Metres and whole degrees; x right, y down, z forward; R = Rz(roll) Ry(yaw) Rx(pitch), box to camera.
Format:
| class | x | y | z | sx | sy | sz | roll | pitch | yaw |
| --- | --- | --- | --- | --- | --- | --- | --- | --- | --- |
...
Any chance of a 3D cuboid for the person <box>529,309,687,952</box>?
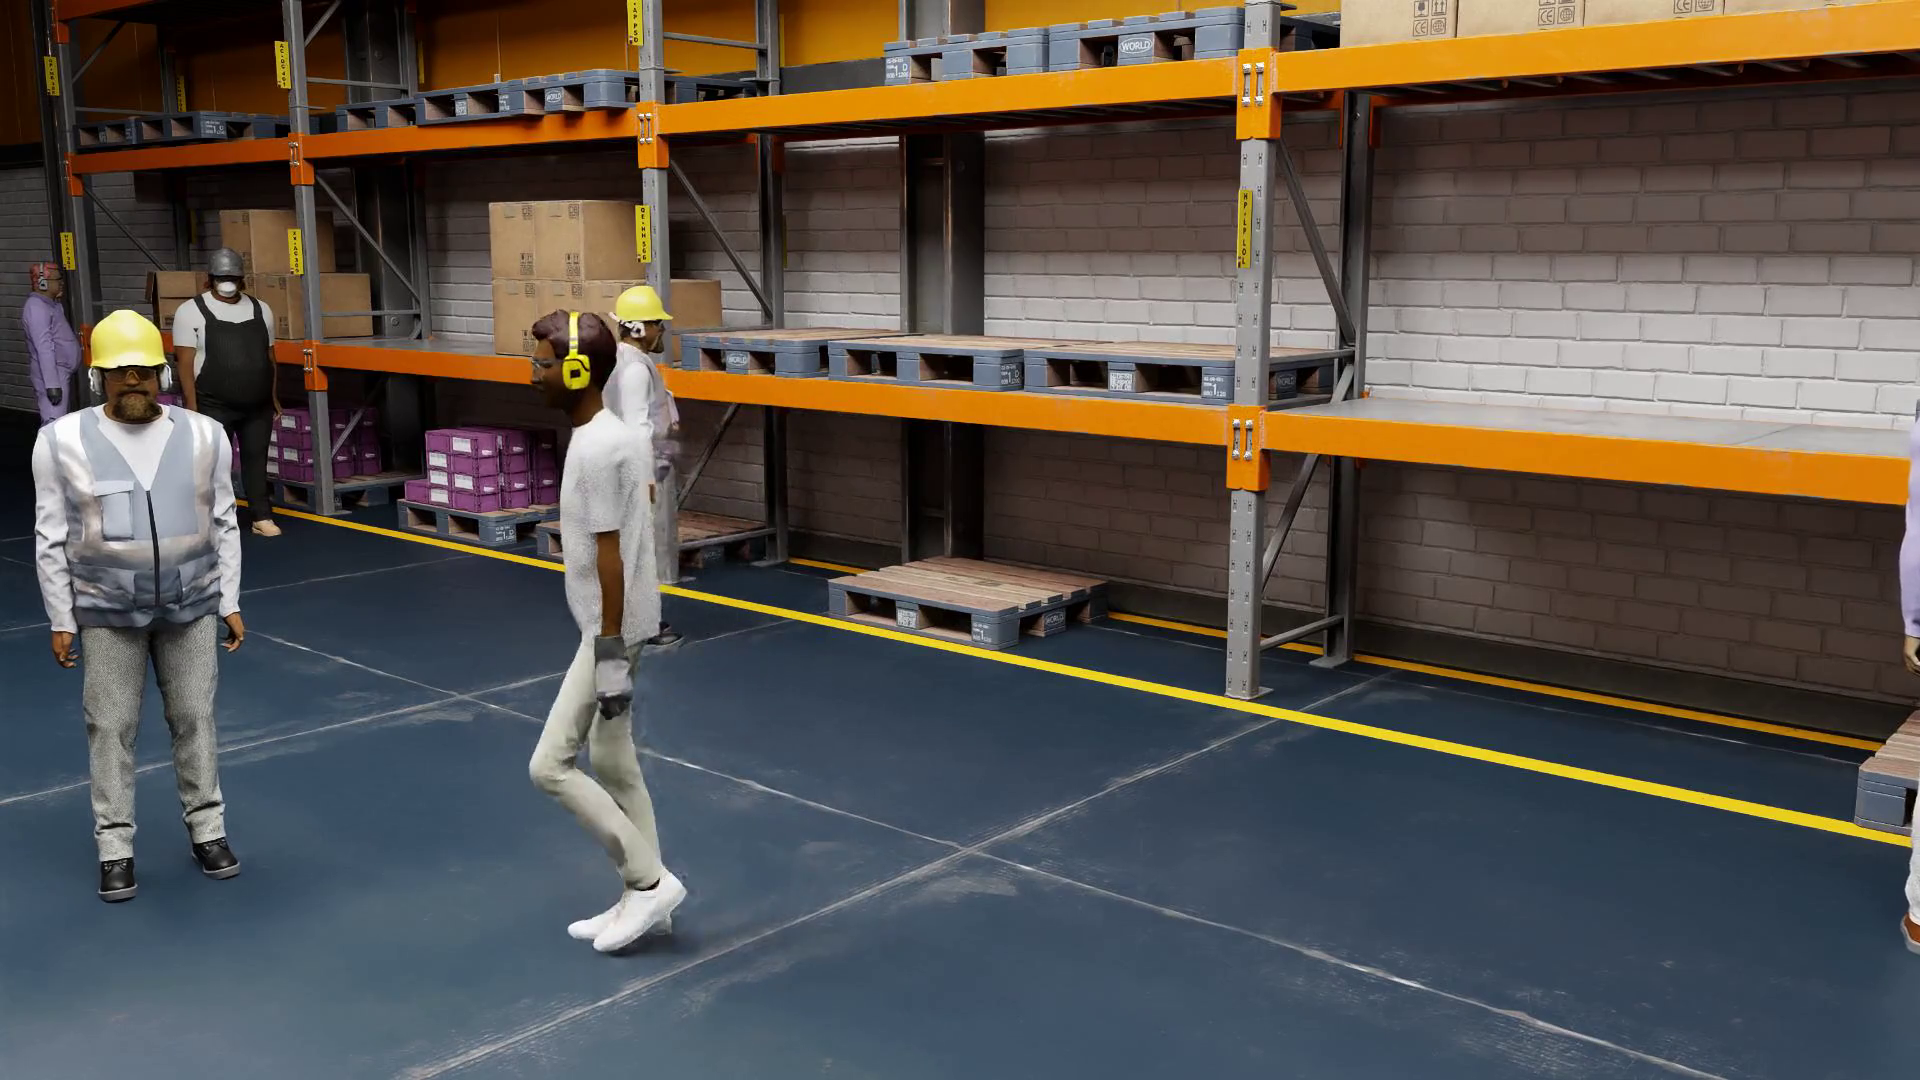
| class | x | y | z | sx | sy | sz | roll | pitch | yaw |
| --- | --- | --- | --- | --- | --- | --- | --- | --- | --- |
| person | -1.028 | 0.281 | 4.734 | 0.425 | 1.844 | 0.546 | -1 | 10 | -8 |

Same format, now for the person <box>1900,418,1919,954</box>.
| class | x | y | z | sx | sy | sz | roll | pitch | yaw |
| --- | --- | --- | --- | --- | --- | --- | --- | --- | --- |
| person | 2.959 | 0.257 | 4.634 | 0.630 | 1.932 | 0.361 | 7 | 12 | 36 |

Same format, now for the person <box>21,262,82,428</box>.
| class | x | y | z | sx | sy | sz | roll | pitch | yaw |
| --- | --- | --- | --- | --- | --- | --- | --- | --- | --- |
| person | -7.367 | -1.298 | 13.554 | 0.407 | 1.908 | 0.641 | -5 | 11 | -27 |

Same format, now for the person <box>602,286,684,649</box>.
| class | x | y | z | sx | sy | sz | roll | pitch | yaw |
| --- | --- | --- | --- | --- | --- | --- | --- | --- | --- |
| person | -1.625 | -0.371 | 8.481 | 0.404 | 1.833 | 0.591 | -3 | 10 | -18 |

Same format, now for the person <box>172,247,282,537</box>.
| class | x | y | z | sx | sy | sz | roll | pitch | yaw |
| --- | --- | --- | --- | --- | --- | --- | --- | --- | --- |
| person | -5.009 | -1.005 | 11.506 | 0.535 | 2.000 | 0.686 | 10 | 14 | 44 |

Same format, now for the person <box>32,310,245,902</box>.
| class | x | y | z | sx | sy | sz | roll | pitch | yaw |
| --- | --- | --- | --- | --- | --- | --- | --- | --- | --- |
| person | -2.557 | 0.200 | 5.236 | 0.590 | 1.833 | 0.404 | -7 | 12 | -36 |
